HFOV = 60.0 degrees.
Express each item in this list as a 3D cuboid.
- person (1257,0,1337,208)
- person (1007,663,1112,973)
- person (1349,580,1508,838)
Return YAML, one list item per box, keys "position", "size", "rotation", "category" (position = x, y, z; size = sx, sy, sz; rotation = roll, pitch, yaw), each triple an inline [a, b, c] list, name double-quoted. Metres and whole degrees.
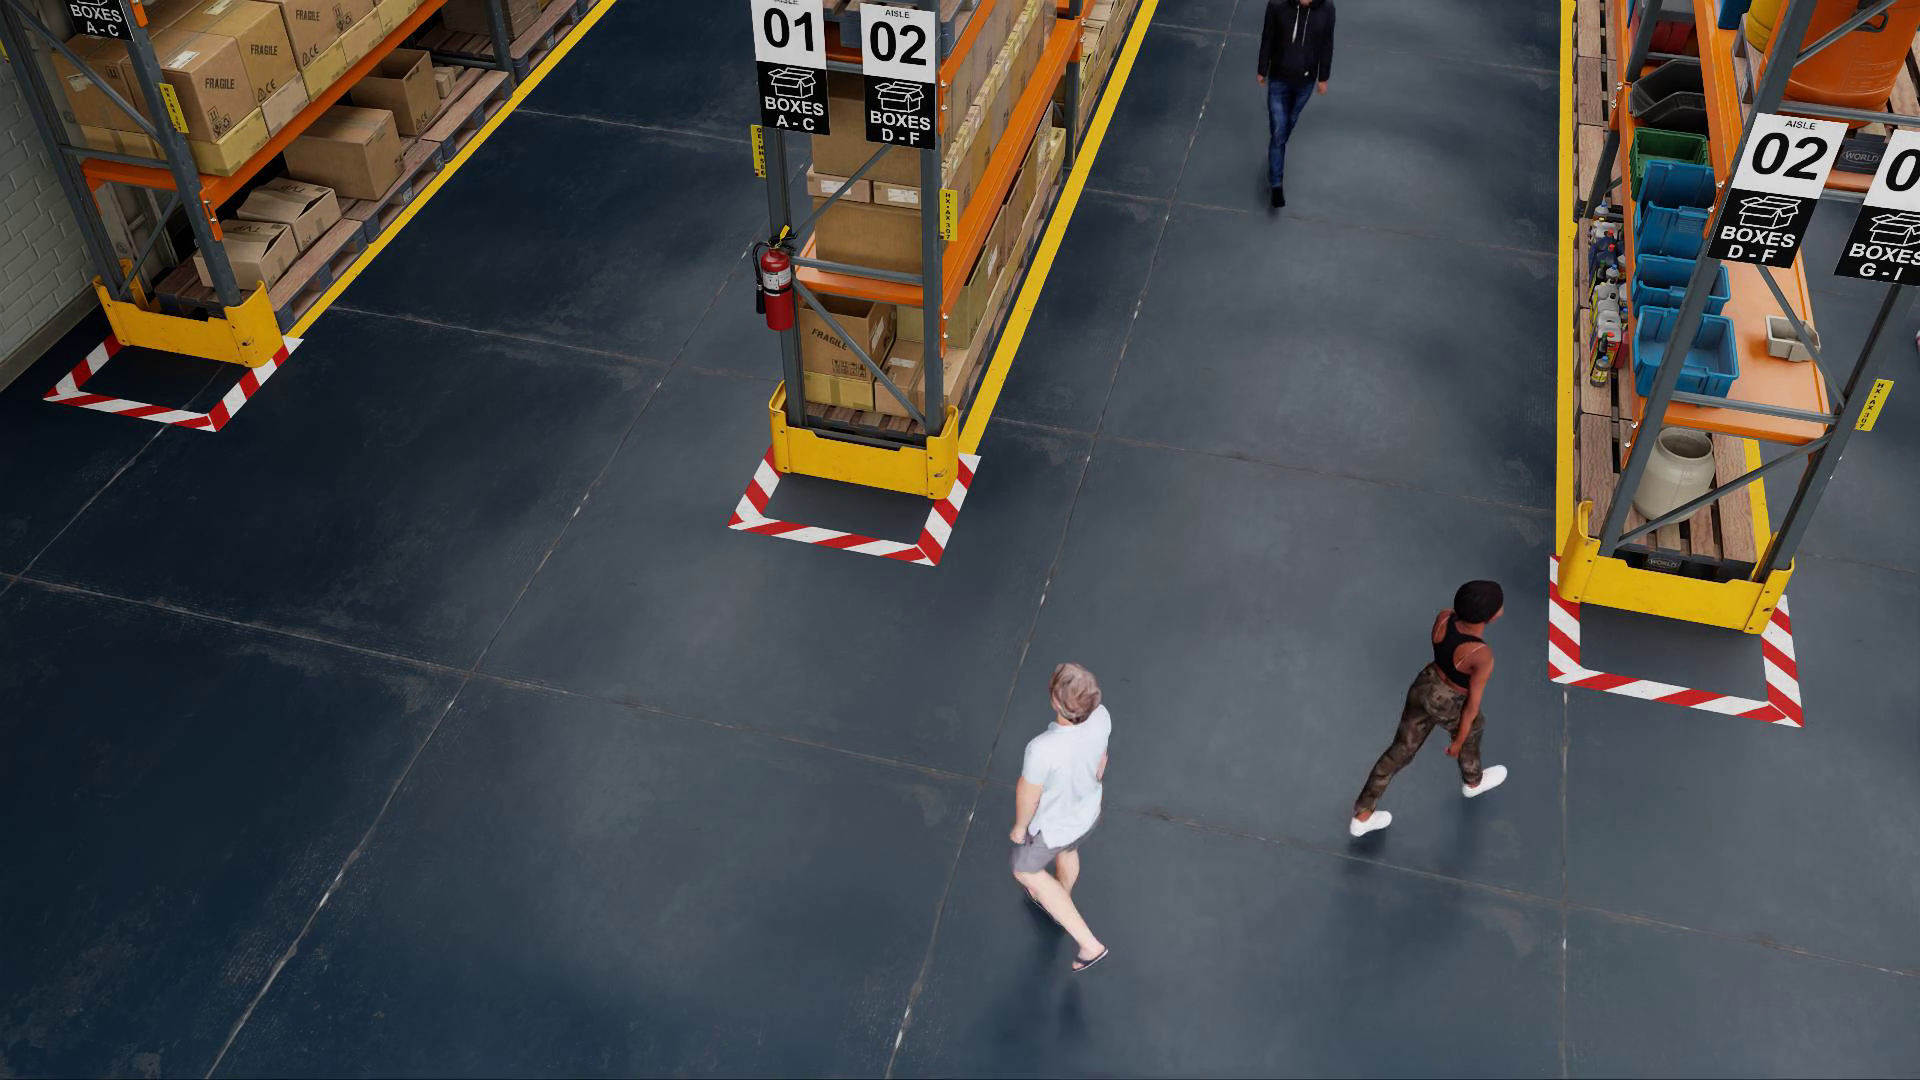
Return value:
- position: [2.542, -3.578, 12.724]
  size: [0.867, 1.842, 1.272]
  rotation: [2, 43, 3]
  category: "person"
- position: [0.507, 1.294, 7.527]
  size: [0.970, 1.815, 0.983]
  rotation: [-31, 51, -29]
  category: "person"
- position: [2.280, 0.858, 8.117]
  size: [1.146, 1.646, 1.154]
  rotation: [-18, 46, -18]
  category: "person"
